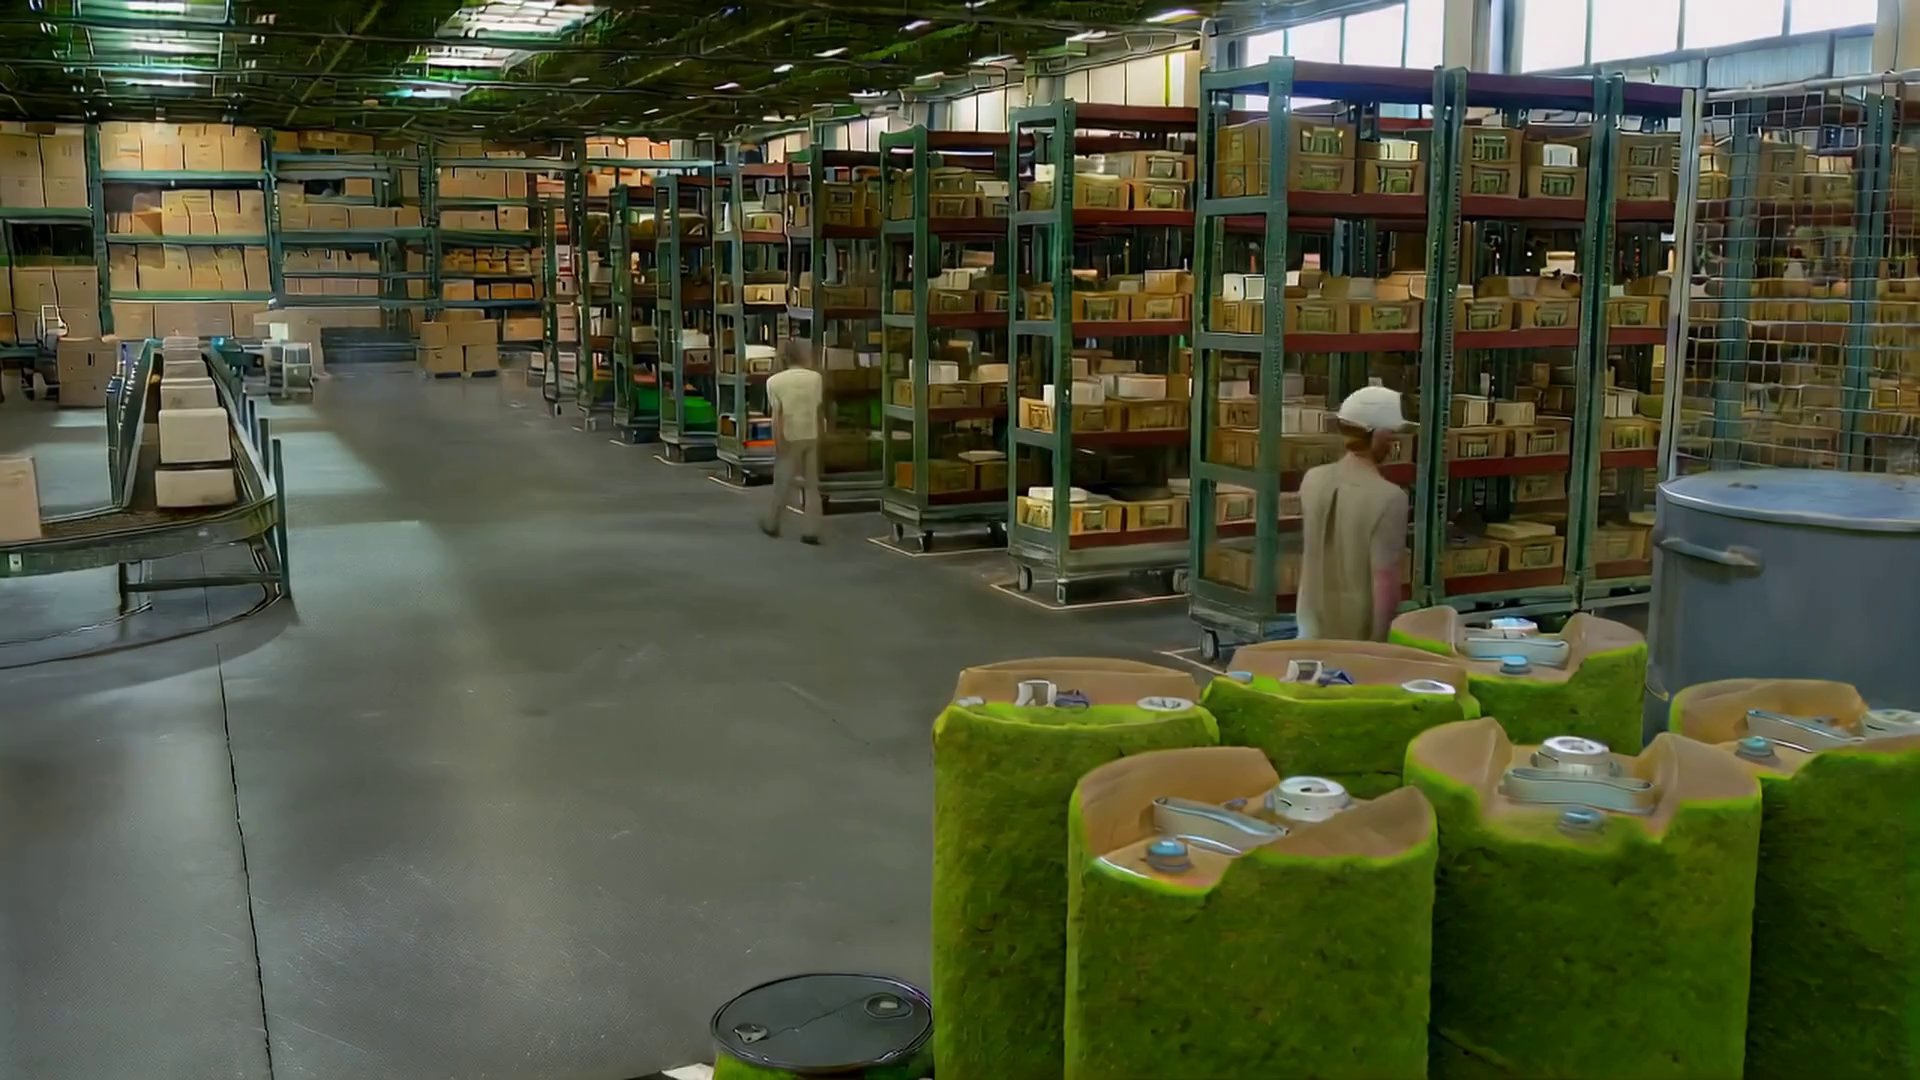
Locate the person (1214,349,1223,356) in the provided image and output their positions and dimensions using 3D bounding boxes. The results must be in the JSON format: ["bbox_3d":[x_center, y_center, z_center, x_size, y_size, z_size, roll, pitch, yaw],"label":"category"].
[{"bbox_3d":[3.450,-2.245,23.245,0.589,1.837,0.404,5,11,30],"label":"person"}]

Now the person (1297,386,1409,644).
[{"bbox_3d":[1.631,0.324,6.998,1.009,1.948,0.610,-7,11,-36],"label":"person"}]

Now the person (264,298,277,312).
[{"bbox_3d":[-17.649,-5.348,42.805,0.495,1.733,0.565,-1,9,-7],"label":"person"}]

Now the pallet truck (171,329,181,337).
[{"bbox_3d":[-17.275,-3.851,35.096,1.601,1.201,0.680,0,9,1],"label":"pallet truck"}]

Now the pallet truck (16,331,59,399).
[{"bbox_3d":[-17.082,-3.353,31.781,1.630,1.274,0.653,-4,10,-25],"label":"pallet truck"}]

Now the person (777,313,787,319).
[{"bbox_3d":[-5.107,-5.961,45.861,0.659,1.972,0.659,6,11,34],"label":"person"}]

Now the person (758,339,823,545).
[{"bbox_3d":[-1.512,-0.883,14.881,0.565,1.802,0.925,-5,11,-30],"label":"person"}]
